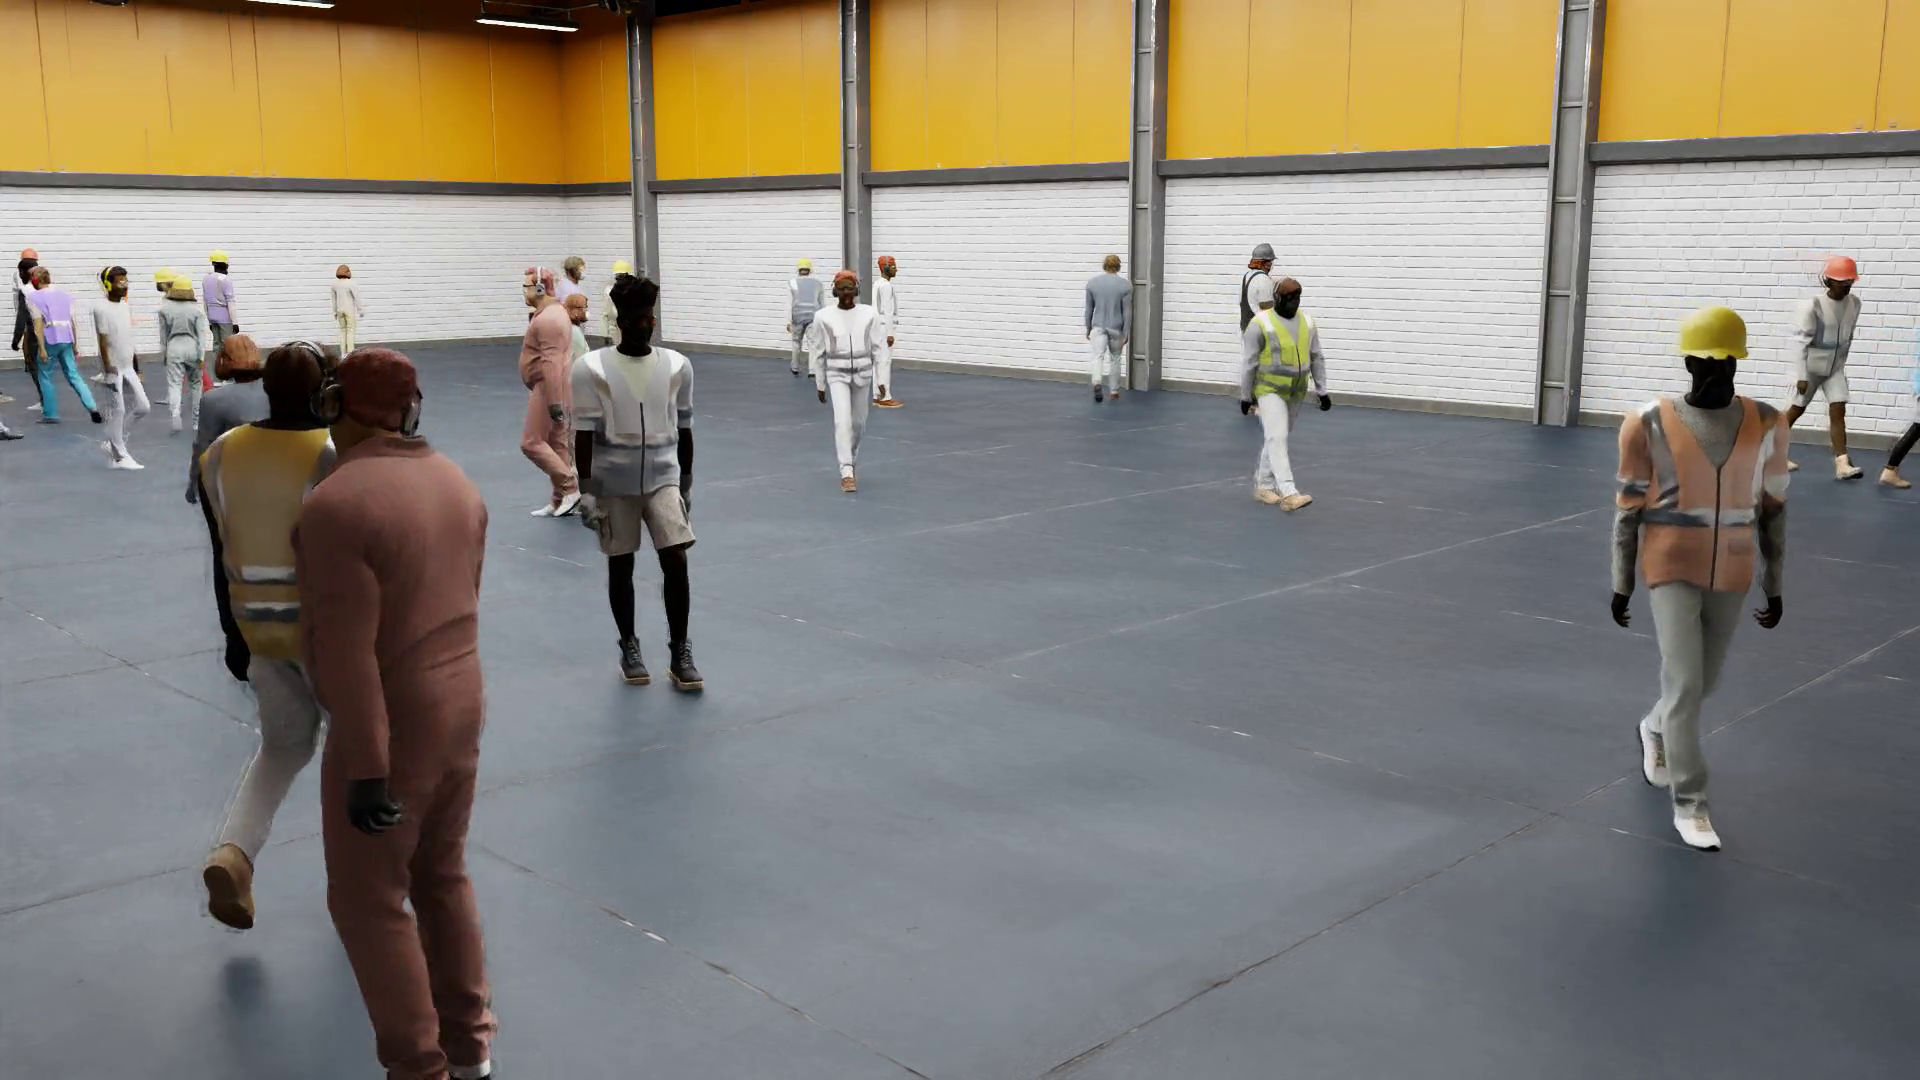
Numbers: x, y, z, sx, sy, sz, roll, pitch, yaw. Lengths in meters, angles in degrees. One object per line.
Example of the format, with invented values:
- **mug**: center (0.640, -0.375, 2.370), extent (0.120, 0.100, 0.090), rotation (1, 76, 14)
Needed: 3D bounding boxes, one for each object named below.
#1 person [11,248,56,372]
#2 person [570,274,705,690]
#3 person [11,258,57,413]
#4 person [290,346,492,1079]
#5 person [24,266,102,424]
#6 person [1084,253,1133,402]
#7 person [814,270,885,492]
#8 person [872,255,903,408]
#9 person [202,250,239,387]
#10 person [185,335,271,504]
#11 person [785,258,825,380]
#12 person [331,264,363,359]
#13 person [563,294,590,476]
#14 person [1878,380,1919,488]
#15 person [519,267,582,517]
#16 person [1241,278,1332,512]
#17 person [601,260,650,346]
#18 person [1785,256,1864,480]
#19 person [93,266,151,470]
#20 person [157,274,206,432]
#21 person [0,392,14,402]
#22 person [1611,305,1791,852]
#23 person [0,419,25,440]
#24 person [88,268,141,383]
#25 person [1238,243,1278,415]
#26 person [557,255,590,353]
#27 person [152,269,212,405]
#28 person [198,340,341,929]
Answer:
- **person**: center (-14.492, -3.587, 26.016), extent (0.545, 1.929, 0.388), rotation (0, 10, 0)
- **person**: center (-1.479, -0.245, 7.725), extent (0.611, 1.943, 0.706), rotation (-4, 11, -22)
- **person**: center (-11.116, -2.449, 20.020), extent (0.640, 1.860, 0.631), rotation (1, 10, 6)
- **person**: center (-1.368, 0.467, 4.084), extent (0.469, 1.865, 0.698), rotation (3, 11, 14)
- **person**: center (-10.143, -2.192, 18.794), extent (0.777, 1.802, 0.587), rotation (4, 11, 20)
- **person**: center (1.888, -2.711, 21.292), extent (0.632, 1.920, 0.868), rotation (2, 11, 12)
- **person**: center (-0.957, -1.374, 14.161), extent (0.575, 1.853, 0.907), rotation (-3, 11, -14)
- **person**: center (-0.929, -2.585, 20.675), extent (0.357, 1.881, 0.574), rotation (-3, 11, -16)
- **person**: center (-10.320, -3.089, 23.295), extent (0.594, 1.926, 0.367), rotation (6, 12, 29)
- **person**: center (-3.920, -0.313, 9.065), extent (0.836, 1.588, 0.517), rotation (7, 12, 33)
- **person**: center (-2.319, -3.289, 24.774), extent (0.617, 1.781, 0.925), rotation (-3, 11, -16)
- **person**: center (-10.567, -3.919, 28.631), extent (0.520, 1.626, 0.337), rotation (3, 11, 18)
- **person**: center (-3.296, -1.357, 14.673), extent (0.556, 1.613, 0.523), rotation (-2, 11, -9)
- **person**: center (8.216, -1.231, 13.913), extent (0.889, 1.650, 0.535), rotation (4, 11, 23)
- **person**: center (-3.108, -1.093, 12.495), extent (0.418, 1.894, 0.657), rotation (-1, 10, -5)
- **person**: center (2.568, -1.130, 12.967), extent (0.637, 1.793, 0.923), rotation (-6, 12, -29)
- **person**: center (-4.342, -2.718, 21.573), extent (0.620, 1.816, 0.428), rotation (0, 10, 2)
- **person**: center (7.630, -1.528, 14.731), extent (0.652, 1.958, 1.088), rotation (-2, 11, -10)
- **person**: center (-7.617, -1.547, 15.083), extent (0.394, 1.858, 0.507), rotation (2, 11, 9)
- **person**: center (-8.443, -2.024, 18.080), extent (0.485, 1.712, 0.750), rotation (-3, 11, -18)
- **person**: center (-12.586, -2.738, 21.262), extent (0.691, 1.977, 0.627), rotation (-1, 10, -5)
- **person**: center (2.667, 0.089, 6.062), extent (0.594, 1.894, 0.892), rotation (0, 10, 2)
- **person**: center (-10.274, -1.853, 17.120), extent (0.917, 1.725, 0.534), rotation (-4, 11, -22)
- **person**: center (-12.158, -3.050, 23.758), extent (0.758, 1.664, 0.557), rotation (-7, 13, -34)
- **person**: center (3.624, -2.514, 19.854), extent (0.538, 2.000, 0.683), rotation (-3, 11, -15)
- **person**: center (-4.446, -2.263, 18.840), extent (0.767, 1.915, 0.637), rotation (-2, 11, -10)
- **person**: center (-9.955, -2.598, 21.239), extent (0.771, 1.705, 0.540), rotation (-9, 13, -39)
- **person**: center (-2.010, 0.306, 5.071), extent (0.636, 1.819, 0.675), rotation (3, 11, 15)
